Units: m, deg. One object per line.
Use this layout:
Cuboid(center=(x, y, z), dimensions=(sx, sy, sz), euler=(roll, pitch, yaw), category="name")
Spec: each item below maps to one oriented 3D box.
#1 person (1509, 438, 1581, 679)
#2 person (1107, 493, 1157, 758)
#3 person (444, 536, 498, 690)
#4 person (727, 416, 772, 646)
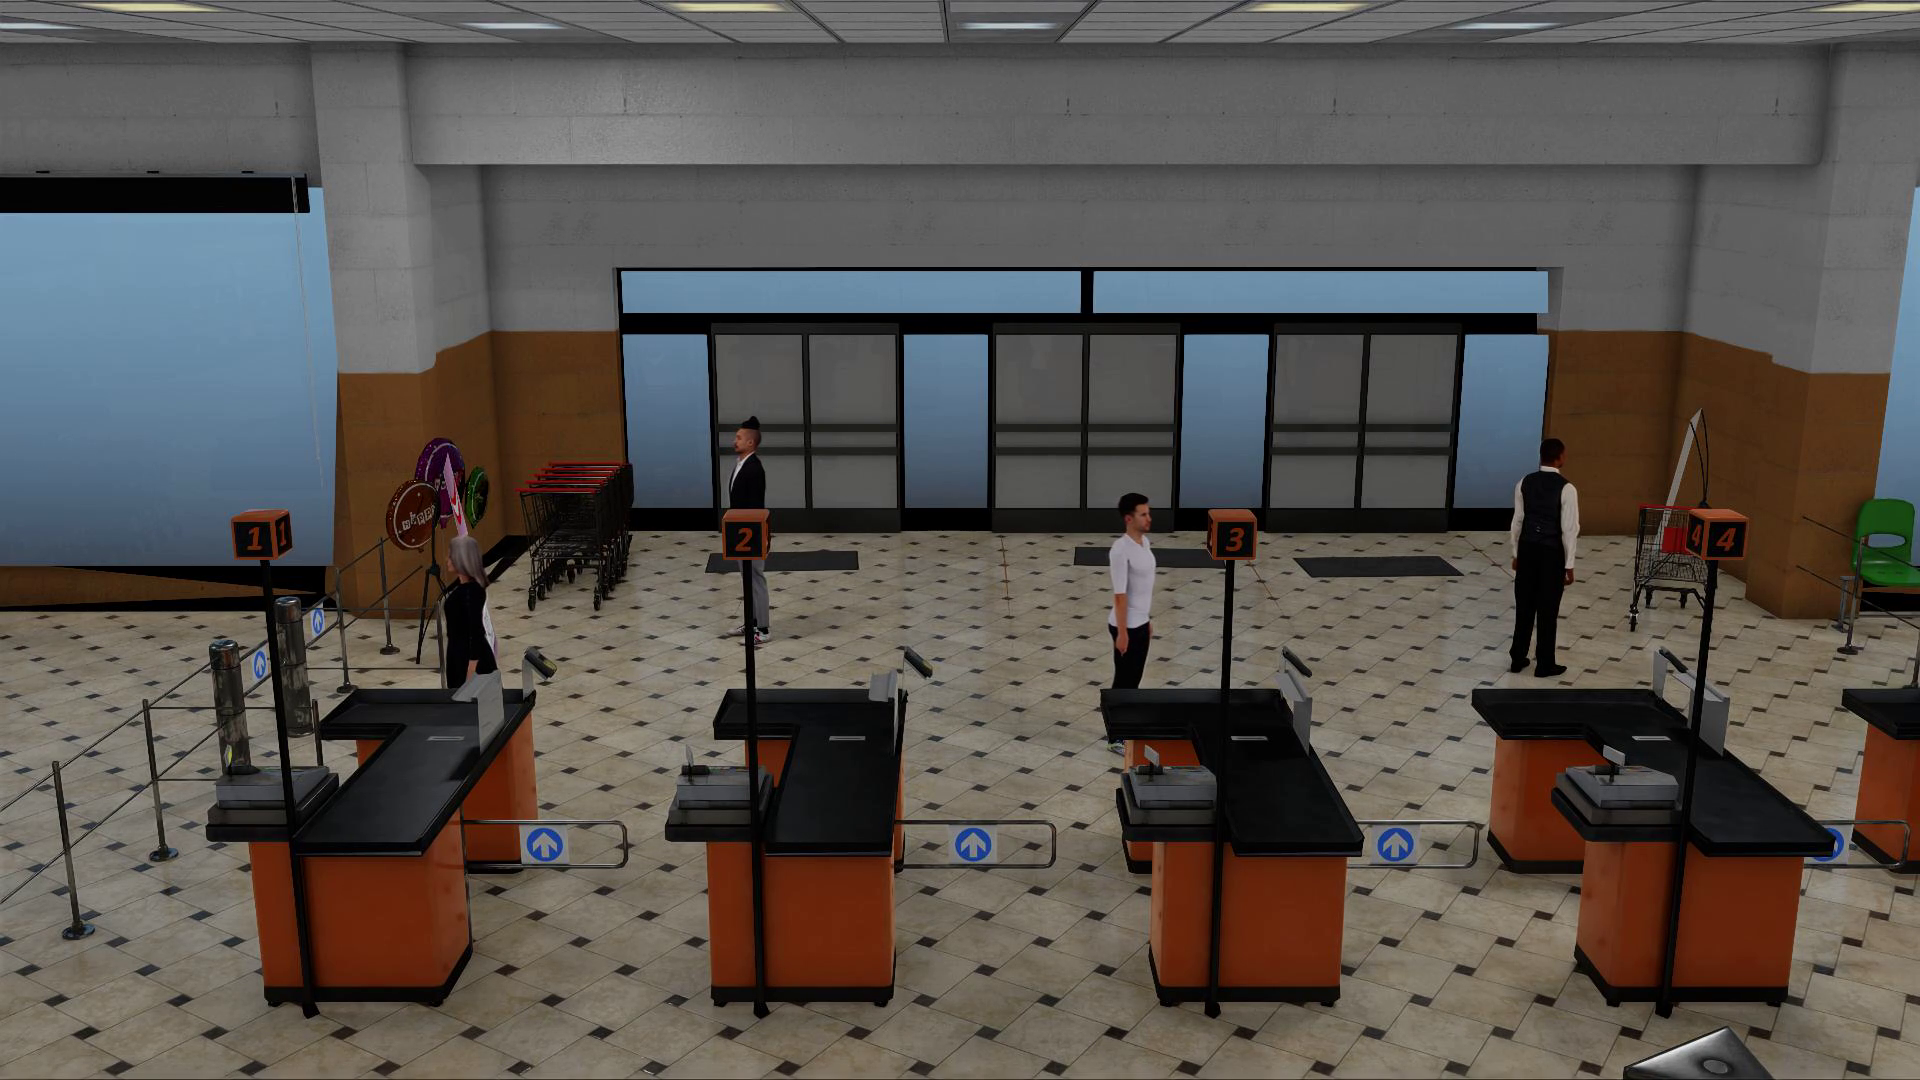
Cuboid(center=(4.663, 0.131, 13.334), dimensions=(0.832, 1.918, 0.765), euler=(-13, 19, -42), category="person")
Cuboid(center=(1.196, 0.575, 11.646), dimensions=(0.807, 1.851, 0.681), euler=(7, 15, 28), category="person")
Cuboid(center=(-3.192, 0.822, 10.849), dimensions=(0.747, 1.746, 0.631), euler=(-6, 15, -22), category="person")
Cuboid(center=(-1.783, -0.092, 14.182), dimensions=(0.848, 1.950, 0.693), euler=(-6, 15, -23), category="person")
